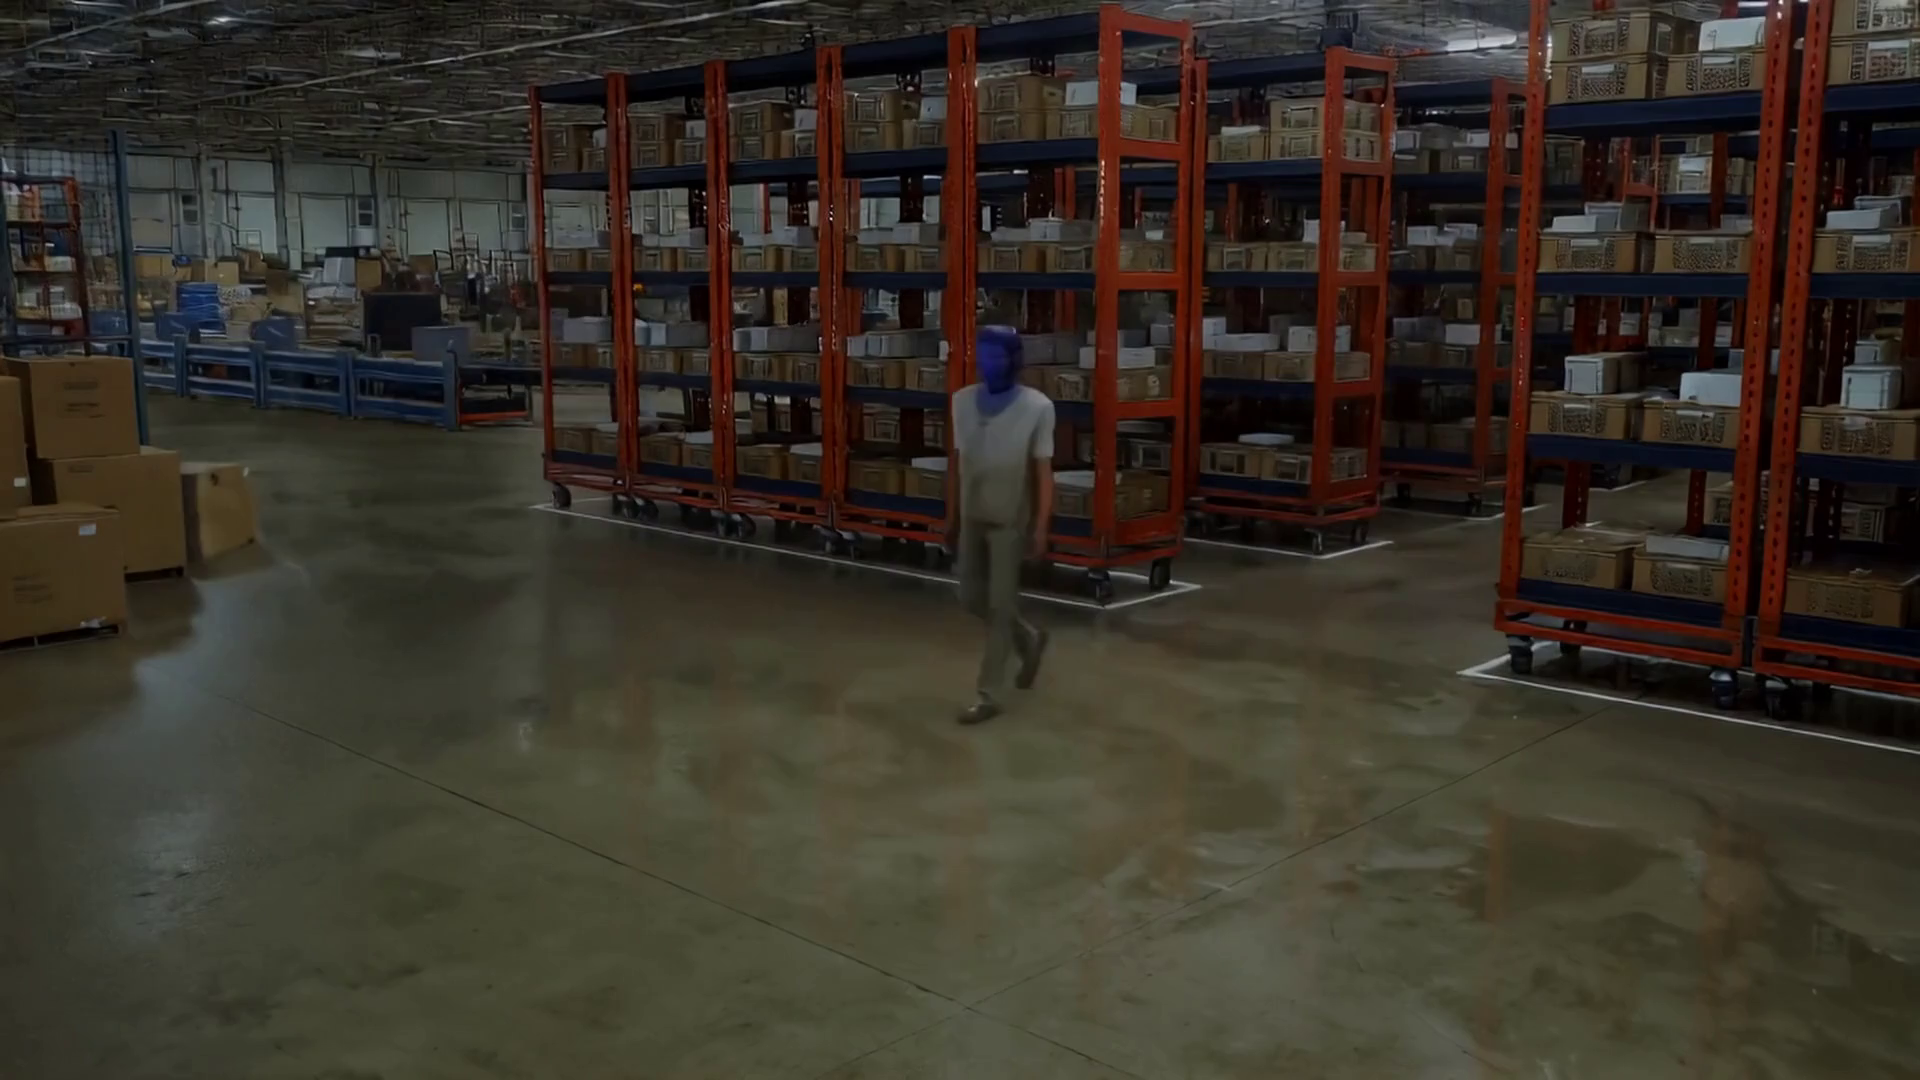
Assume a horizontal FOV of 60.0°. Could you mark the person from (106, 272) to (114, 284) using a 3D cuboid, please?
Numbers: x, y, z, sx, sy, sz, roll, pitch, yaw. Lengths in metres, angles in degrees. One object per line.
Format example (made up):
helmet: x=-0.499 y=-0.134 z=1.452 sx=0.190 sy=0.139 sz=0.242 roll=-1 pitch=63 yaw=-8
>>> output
person: x=-38.263 y=-11.095 z=74.820 sx=0.402 sy=1.945 sz=0.614 roll=4 pitch=10 yaw=22

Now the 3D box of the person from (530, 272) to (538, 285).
person: x=-24.999 y=-14.818 z=97.767 sx=0.547 sy=1.917 sz=0.691 roll=2 pitch=9 yaw=10

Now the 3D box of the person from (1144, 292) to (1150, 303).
person: x=7.036 y=-9.023 z=62.887 sx=0.318 sy=1.697 sz=0.533 roll=1 pitch=9 yaw=3

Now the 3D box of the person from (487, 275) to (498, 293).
person: x=-22.552 y=-11.890 z=80.279 sx=0.523 sy=1.760 sz=0.327 roll=-3 pitch=10 yaw=-18

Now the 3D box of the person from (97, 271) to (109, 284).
person: x=-33.885 y=-9.644 z=65.780 sx=0.622 sy=1.993 sz=0.382 roll=5 pitch=11 yaw=28

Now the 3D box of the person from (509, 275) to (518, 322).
person: x=-15.662 y=-8.388 z=58.486 sx=0.331 sy=1.865 sz=0.519 roll=-7 pitch=11 yaw=-35

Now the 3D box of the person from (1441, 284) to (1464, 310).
person: x=8.365 y=-3.523 z=28.553 sx=0.487 sy=1.893 sz=0.670 roll=-8 pitch=12 yaw=-40

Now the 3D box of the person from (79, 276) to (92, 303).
person: x=-29.680 y=-8.060 z=56.495 sx=0.329 sy=1.862 sz=0.505 roll=2 pitch=10 yaw=15

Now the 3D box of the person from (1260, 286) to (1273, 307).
person: x=9.500 y=-7.350 z=51.949 sx=0.641 sy=1.926 sz=0.444 roll=-3 pitch=10 yaw=-16

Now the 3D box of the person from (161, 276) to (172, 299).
person: x=-36.248 y=-11.175 z=75.954 sx=0.313 sy=1.738 sz=0.483 roll=8 pitch=12 yaw=39

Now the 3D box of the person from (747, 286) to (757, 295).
person: x=-9.143 y=-10.856 z=73.384 sx=0.542 sy=1.939 sz=0.361 roll=-1 pitch=9 yaw=-6

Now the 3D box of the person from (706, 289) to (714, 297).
person: x=-7.354 y=-6.791 z=49.248 sx=0.375 sy=1.686 sz=0.547 roll=9 pitch=13 yaw=44

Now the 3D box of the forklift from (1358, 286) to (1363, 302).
forklift: x=11.100 y=-7.017 z=46.970 sx=1.873 sy=2.768 sz=1.129 roll=9 pitch=13 yaw=43

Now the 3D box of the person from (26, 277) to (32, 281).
person: x=-42.912 y=-11.407 z=76.766 sx=0.545 sy=1.938 sz=0.356 roll=9 pitch=13 yaw=42

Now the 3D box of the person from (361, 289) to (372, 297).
person: x=-16.142 y=-6.124 z=44.998 sx=0.693 sy=1.741 sz=0.538 roll=2 pitch=10 yaw=14

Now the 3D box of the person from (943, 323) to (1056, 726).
person: x=0.203 y=-0.095 z=7.729 sx=0.583 sy=1.826 sz=0.705 roll=8 pitch=12 yaw=41

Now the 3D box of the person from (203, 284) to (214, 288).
person: x=-24.333 y=-7.711 z=53.961 sx=0.623 sy=1.994 sz=1.032 roll=9 pitch=13 yaw=44

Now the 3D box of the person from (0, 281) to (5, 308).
person: x=-39.978 y=-10.178 z=69.293 sx=0.603 sy=1.915 sz=0.507 roll=7 pitch=12 yaw=37

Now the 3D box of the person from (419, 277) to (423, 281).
person: x=-27.246 y=-12.481 z=84.216 sx=0.536 sy=1.656 sz=0.850 roll=-5 pitch=11 yaw=-30

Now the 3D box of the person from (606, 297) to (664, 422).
person: x=-3.569 y=-1.774 z=18.189 sx=0.599 sy=1.788 sz=0.904 roll=2 pitch=9 yaw=9
